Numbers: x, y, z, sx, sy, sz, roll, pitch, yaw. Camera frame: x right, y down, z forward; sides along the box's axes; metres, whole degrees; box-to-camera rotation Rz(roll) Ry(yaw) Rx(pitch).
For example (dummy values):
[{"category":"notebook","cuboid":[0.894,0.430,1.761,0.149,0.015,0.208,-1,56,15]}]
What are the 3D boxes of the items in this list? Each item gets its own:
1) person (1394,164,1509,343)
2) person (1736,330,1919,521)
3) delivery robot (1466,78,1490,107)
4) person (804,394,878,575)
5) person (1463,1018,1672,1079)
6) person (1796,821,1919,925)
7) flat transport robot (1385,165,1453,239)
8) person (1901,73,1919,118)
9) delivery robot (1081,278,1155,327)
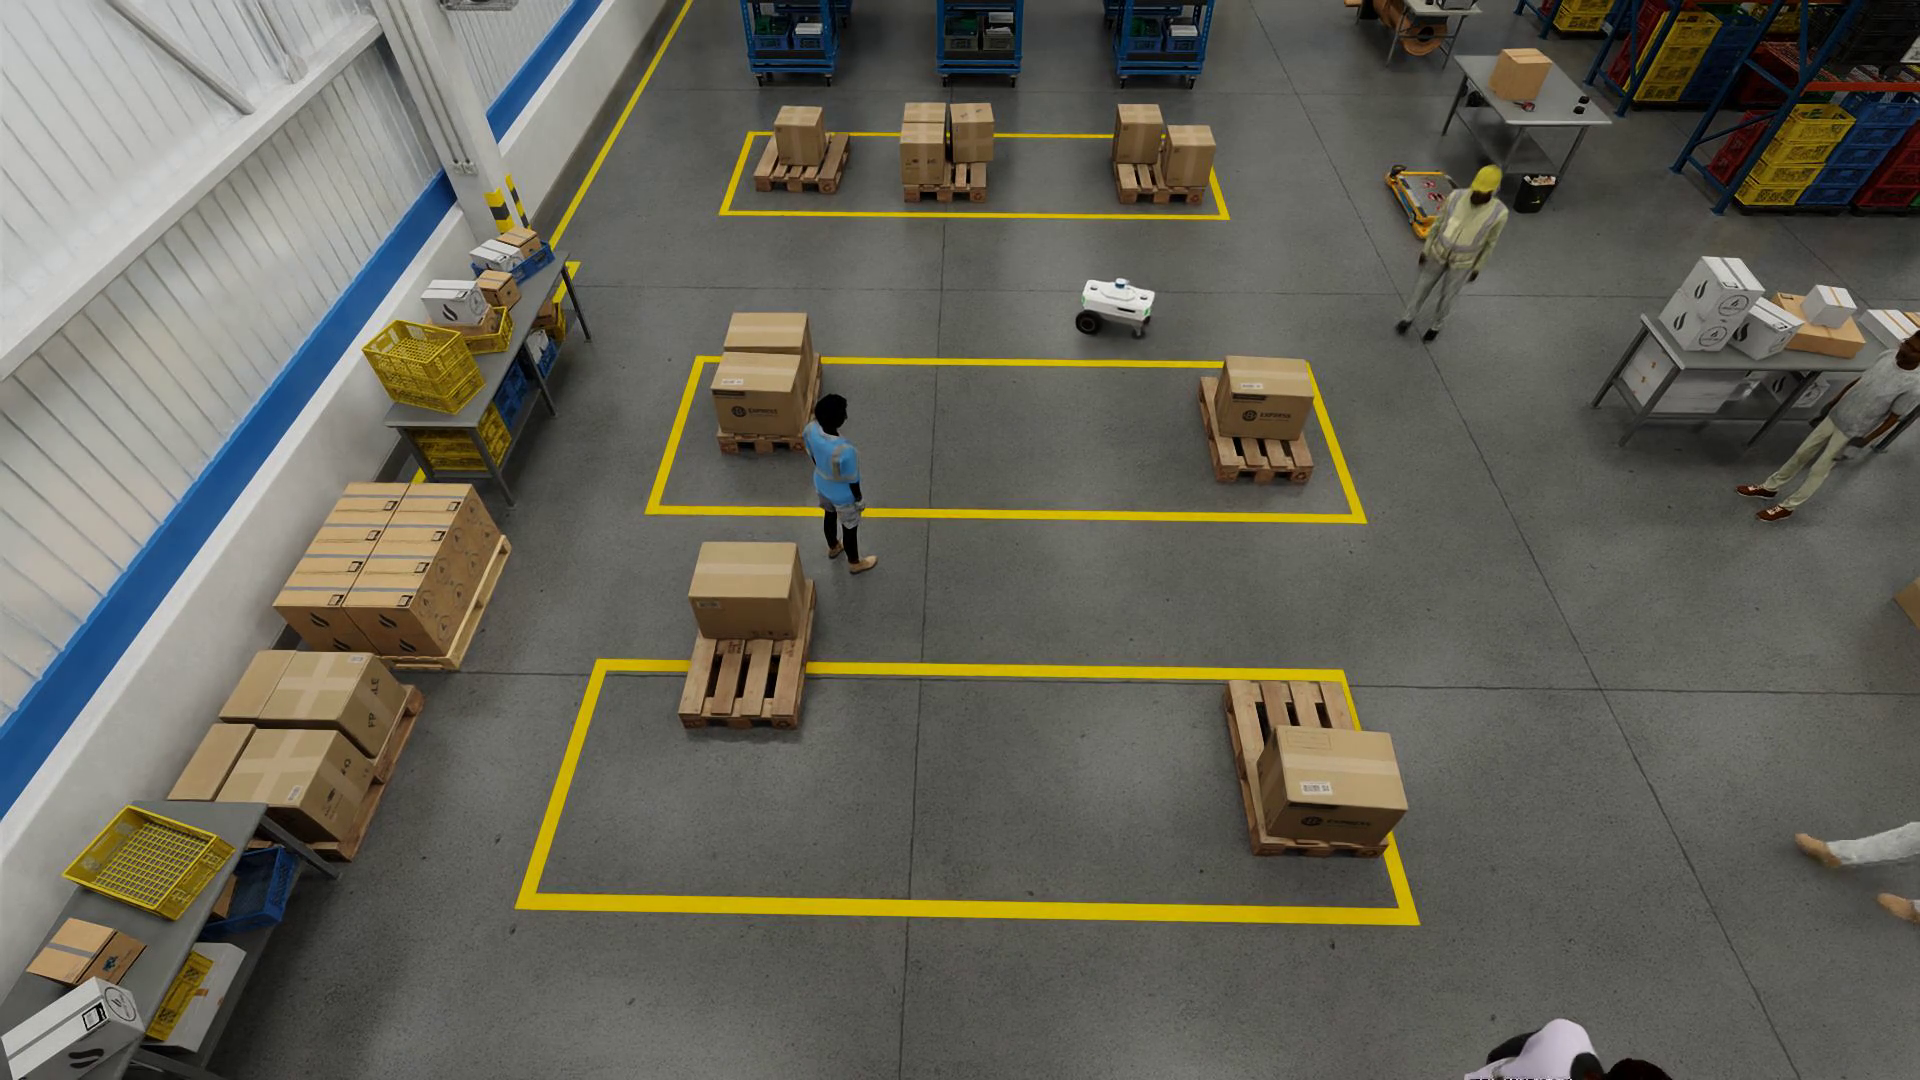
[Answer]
[{"category":"person","cuboid":[4.779,-2.763,8.884,0.599,1.827,0.404,34,57,26]},{"category":"person","cuboid":[6.970,-0.897,7.241,0.328,1.873,0.508,1,49,1]},{"category":"delivery robot","cuboid":[7.380,-6.409,12.817,0.477,0.478,0.707,1,49,1]},{"category":"person","cuboid":[-0.912,-0.402,6.928,0.320,1.692,0.531,-36,58,-27]},{"category":"person","cuboid":[2.517,2.624,4.181,0.447,1.895,0.627,10,50,9]},{"category":"person","cuboid":[5.657,1.611,5.108,0.864,1.804,0.632,20,52,17]},{"category":"flat transport robot","cuboid":[5.692,-4.094,11.059,0.652,0.197,1.431,1,49,1]},{"category":"person","cuboid":[12.141,-5.754,11.437,0.337,1.881,0.584,15,51,13]},{"category":"delivery robot","cuboid":[1.616,-2.445,9.385,0.707,0.478,0.477,15,51,12]}]
